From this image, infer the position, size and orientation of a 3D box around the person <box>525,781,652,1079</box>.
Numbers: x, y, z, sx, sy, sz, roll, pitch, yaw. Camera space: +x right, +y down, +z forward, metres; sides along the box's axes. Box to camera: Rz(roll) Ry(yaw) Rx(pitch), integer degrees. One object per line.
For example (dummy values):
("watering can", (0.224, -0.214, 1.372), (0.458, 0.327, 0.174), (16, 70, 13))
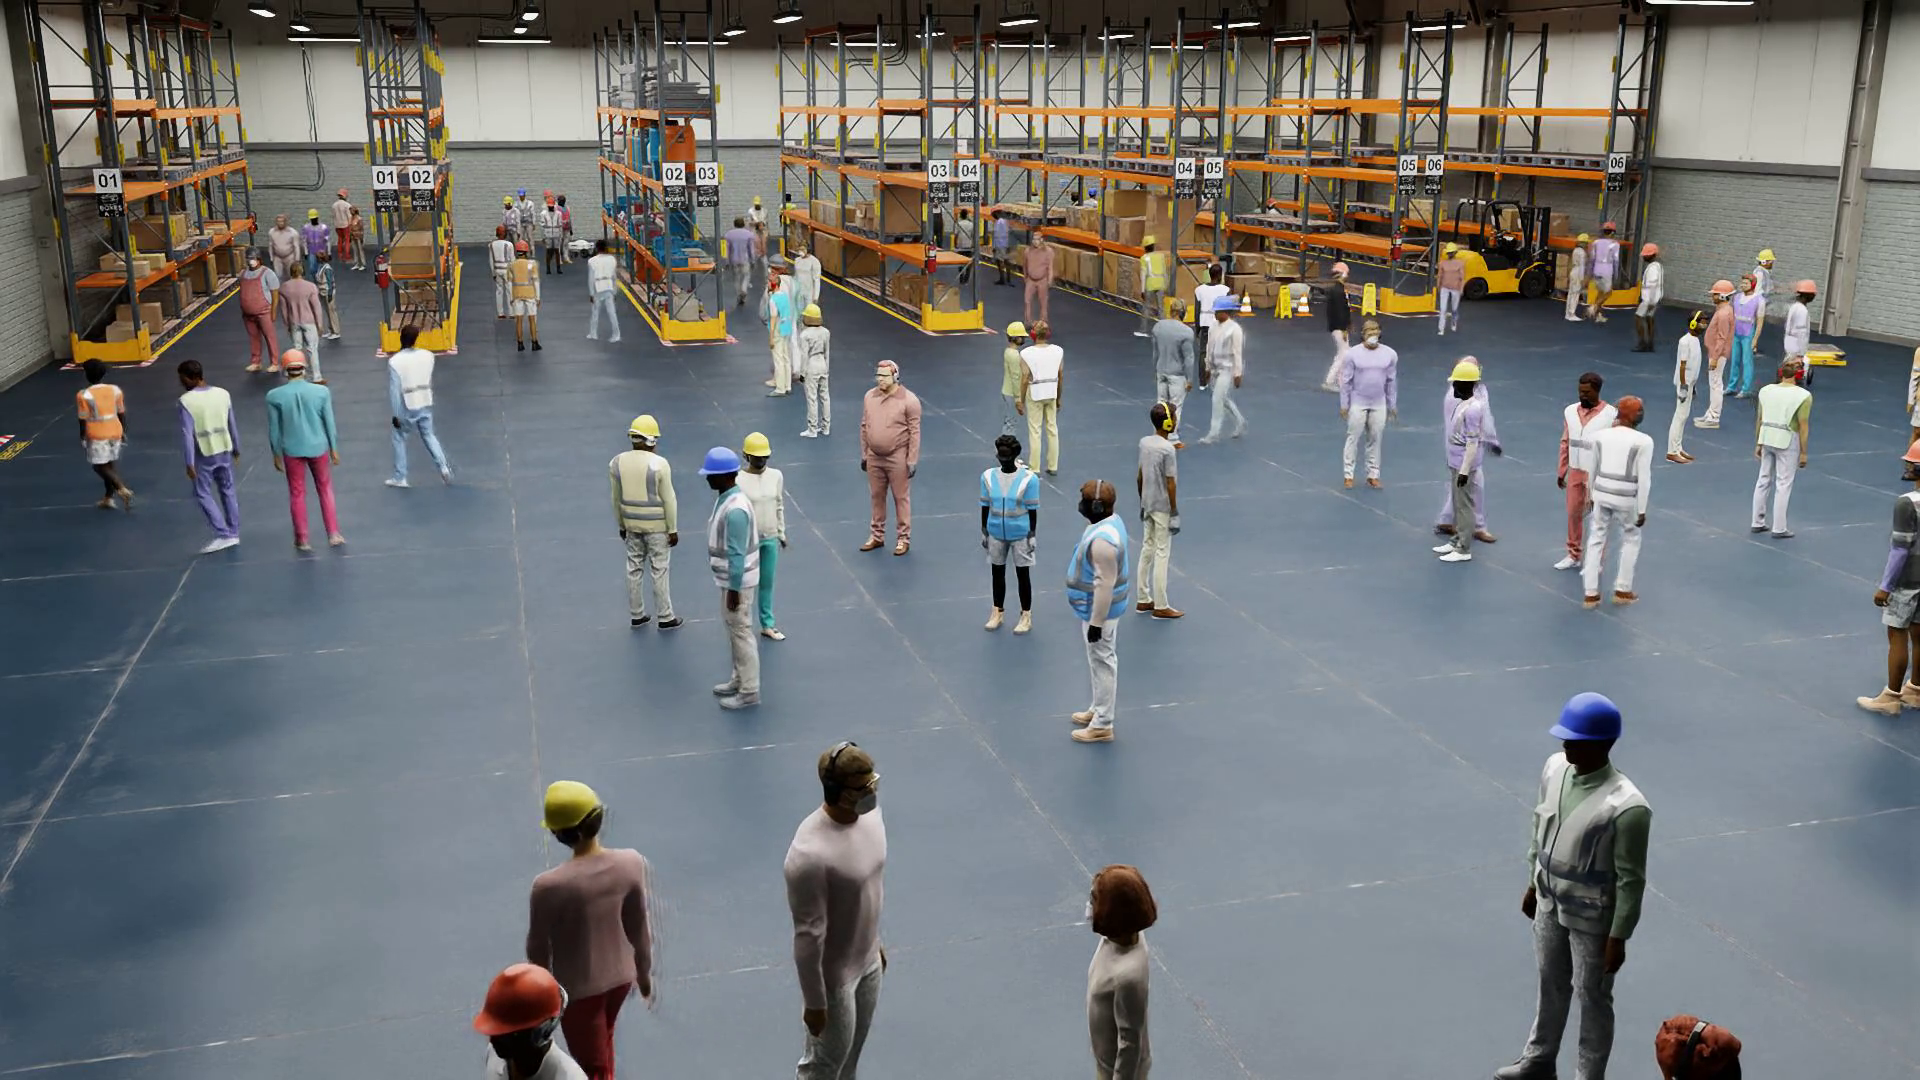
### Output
("person", (-1.459, 1.806, 6.774), (0.844, 1.722, 0.513), (12, 19, 39))

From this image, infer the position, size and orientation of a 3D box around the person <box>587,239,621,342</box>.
("person", (-6.540, -4.569, 30.492), (0.604, 1.864, 1.000), (-12, 19, -38))

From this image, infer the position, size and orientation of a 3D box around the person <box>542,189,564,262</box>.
("person", (-11.029, -8.499, 45.064), (0.791, 1.970, 0.632), (6, 16, 22))

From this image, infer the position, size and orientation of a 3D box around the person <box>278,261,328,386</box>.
("person", (-10.101, -3.307, 25.579), (0.631, 1.939, 0.372), (1, 15, 3))

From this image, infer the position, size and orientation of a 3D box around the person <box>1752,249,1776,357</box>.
("person", (13.847, -4.103, 28.774), (0.403, 1.834, 0.588), (8, 17, 26))

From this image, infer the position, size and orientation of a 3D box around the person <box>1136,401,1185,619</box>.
("person", (1.711, -0.258, 14.231), (0.330, 1.874, 0.518), (-8, 17, -27))

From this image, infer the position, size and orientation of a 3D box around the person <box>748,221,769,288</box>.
("person", (-4.719, -6.648, 38.808), (0.524, 1.597, 0.849), (-11, 18, -35))

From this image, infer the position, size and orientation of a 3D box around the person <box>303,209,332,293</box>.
("person", (-14.650, -6.565, 37.885), (0.631, 1.906, 0.520), (0, 15, -2))

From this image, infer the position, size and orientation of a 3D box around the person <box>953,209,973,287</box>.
("person", (0.098, -6.935, 39.480), (0.528, 1.822, 0.994), (-1, 15, -4))

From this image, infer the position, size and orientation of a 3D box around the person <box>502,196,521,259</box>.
("person", (-11.968, -8.237, 44.357), (0.595, 1.827, 0.403), (7, 16, 25))

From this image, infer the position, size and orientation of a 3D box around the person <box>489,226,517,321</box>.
("person", (-9.134, -5.344, 33.345), (0.575, 1.885, 0.355), (5, 16, 17))

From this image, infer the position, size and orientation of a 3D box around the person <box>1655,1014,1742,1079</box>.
("person", (2.033, 2.239, 4.815), (0.349, 1.882, 0.584), (9, 18, 32))

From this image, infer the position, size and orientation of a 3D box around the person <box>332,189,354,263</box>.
("person", (-16.672, -8.495, 45.039), (0.602, 1.977, 0.434), (7, 16, 25))

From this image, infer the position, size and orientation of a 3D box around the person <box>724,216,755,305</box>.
("person", (-4.723, -5.971, 35.632), (0.641, 1.921, 0.579), (0, 15, 1))

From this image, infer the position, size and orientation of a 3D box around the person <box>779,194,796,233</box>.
("person", (-4.946, -9.129, 47.947), (0.540, 1.696, 0.317), (2, 15, 6))

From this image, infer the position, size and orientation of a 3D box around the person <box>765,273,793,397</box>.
("person", (-2.694, -3.053, 24.820), (0.386, 1.836, 0.563), (4, 16, 16))

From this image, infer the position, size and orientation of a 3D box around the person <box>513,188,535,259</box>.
("person", (-12.097, -8.782, 46.190), (0.612, 1.942, 0.405), (-1, 15, -4))

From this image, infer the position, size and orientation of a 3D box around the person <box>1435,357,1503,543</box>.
("person", (5.157, -0.923, 16.759), (0.658, 1.871, 0.737), (10, 18, 34))

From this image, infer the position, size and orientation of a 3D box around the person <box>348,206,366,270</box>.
("person", (-15.664, -7.834, 43.183), (0.515, 1.641, 0.309), (9, 17, 30))

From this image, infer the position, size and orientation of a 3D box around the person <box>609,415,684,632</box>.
("person", (-2.599, -0.134, 13.860), (0.589, 1.822, 0.403), (6, 16, 22))

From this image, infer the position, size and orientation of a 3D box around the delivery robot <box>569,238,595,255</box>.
("delivery robot", (-10.587, -8.217, 46.524), (0.707, 0.478, 0.477), (6, 16, 23))

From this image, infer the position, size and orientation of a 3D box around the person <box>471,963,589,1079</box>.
("person", (-1.366, 2.163, 5.349), (0.569, 1.752, 0.335), (13, 20, 40))

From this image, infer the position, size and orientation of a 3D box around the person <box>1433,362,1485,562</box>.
("person", (4.814, -0.751, 15.979), (0.367, 1.927, 0.590), (2, 15, 7))

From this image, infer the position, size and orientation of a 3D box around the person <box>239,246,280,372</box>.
("person", (-11.425, -3.744, 27.025), (0.688, 2.000, 0.539), (4, 15, 14))

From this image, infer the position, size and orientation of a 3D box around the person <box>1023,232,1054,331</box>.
("person", (1.466, -4.929, 31.799), (0.659, 1.880, 0.791), (6, 16, 22))

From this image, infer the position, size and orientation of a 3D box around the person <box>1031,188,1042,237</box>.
("person", (2.325, -10.208, 52.129), (0.500, 1.633, 0.286), (-8, 17, -27))

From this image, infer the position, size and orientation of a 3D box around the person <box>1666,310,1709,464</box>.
("person", (8.910, -1.878, 20.344), (0.329, 1.865, 0.510), (10, 18, 34))

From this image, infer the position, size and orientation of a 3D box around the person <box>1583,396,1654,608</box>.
("person", (5.760, -0.338, 14.542), (0.712, 1.856, 0.614), (-13, 19, -40))

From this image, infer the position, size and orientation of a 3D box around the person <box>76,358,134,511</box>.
("person", (-9.144, -1.114, 17.834), (0.695, 1.676, 0.539), (7, 16, 25))

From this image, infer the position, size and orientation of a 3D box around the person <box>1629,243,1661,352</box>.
("person", (11.982, -4.236, 29.110), (0.549, 1.919, 0.595), (8, 17, 27))

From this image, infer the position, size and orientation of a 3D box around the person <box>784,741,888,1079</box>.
("person", (-0.471, 1.714, 6.681), (0.366, 1.938, 0.630), (6, 16, 22))

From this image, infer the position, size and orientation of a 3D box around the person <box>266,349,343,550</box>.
("person", (-6.496, -0.898, 16.452), (0.627, 1.979, 0.449), (-8, 17, -26))

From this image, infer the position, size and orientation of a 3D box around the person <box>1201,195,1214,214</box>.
("person", (7.219, -9.472, 48.796), (0.585, 1.928, 0.368), (-11, 18, -36))

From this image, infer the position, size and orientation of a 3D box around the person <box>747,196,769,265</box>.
("person", (-5.435, -8.337, 44.757), (0.603, 1.807, 0.760), (-2, 15, -8))

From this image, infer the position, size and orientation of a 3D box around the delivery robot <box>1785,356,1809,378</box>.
("delivery robot", (12.951, -2.700, 25.766), (0.477, 0.478, 0.707), (7, 16, 26))

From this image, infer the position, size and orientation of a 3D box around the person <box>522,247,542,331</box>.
("person", (-8.283, -4.807, 31.816), (0.530, 1.623, 0.416), (-11, 18, -35))

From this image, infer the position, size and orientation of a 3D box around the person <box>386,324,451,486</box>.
("person", (-6.242, -1.524, 18.984), (0.740, 1.876, 0.609), (11, 19, 36))

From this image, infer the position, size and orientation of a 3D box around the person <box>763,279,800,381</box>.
("person", (-2.794, -3.461, 26.303), (0.645, 1.874, 1.015), (-8, 17, -27))

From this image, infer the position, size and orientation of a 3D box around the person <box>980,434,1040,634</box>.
("person", (0.408, -0.052, 13.810), (0.530, 1.689, 0.321), (6, 16, 21))

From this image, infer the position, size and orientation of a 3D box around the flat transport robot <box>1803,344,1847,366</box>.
("flat transport robot", (14.570, -3.170, 28.257), (0.652, 0.197, 1.431), (5, 16, 16))
